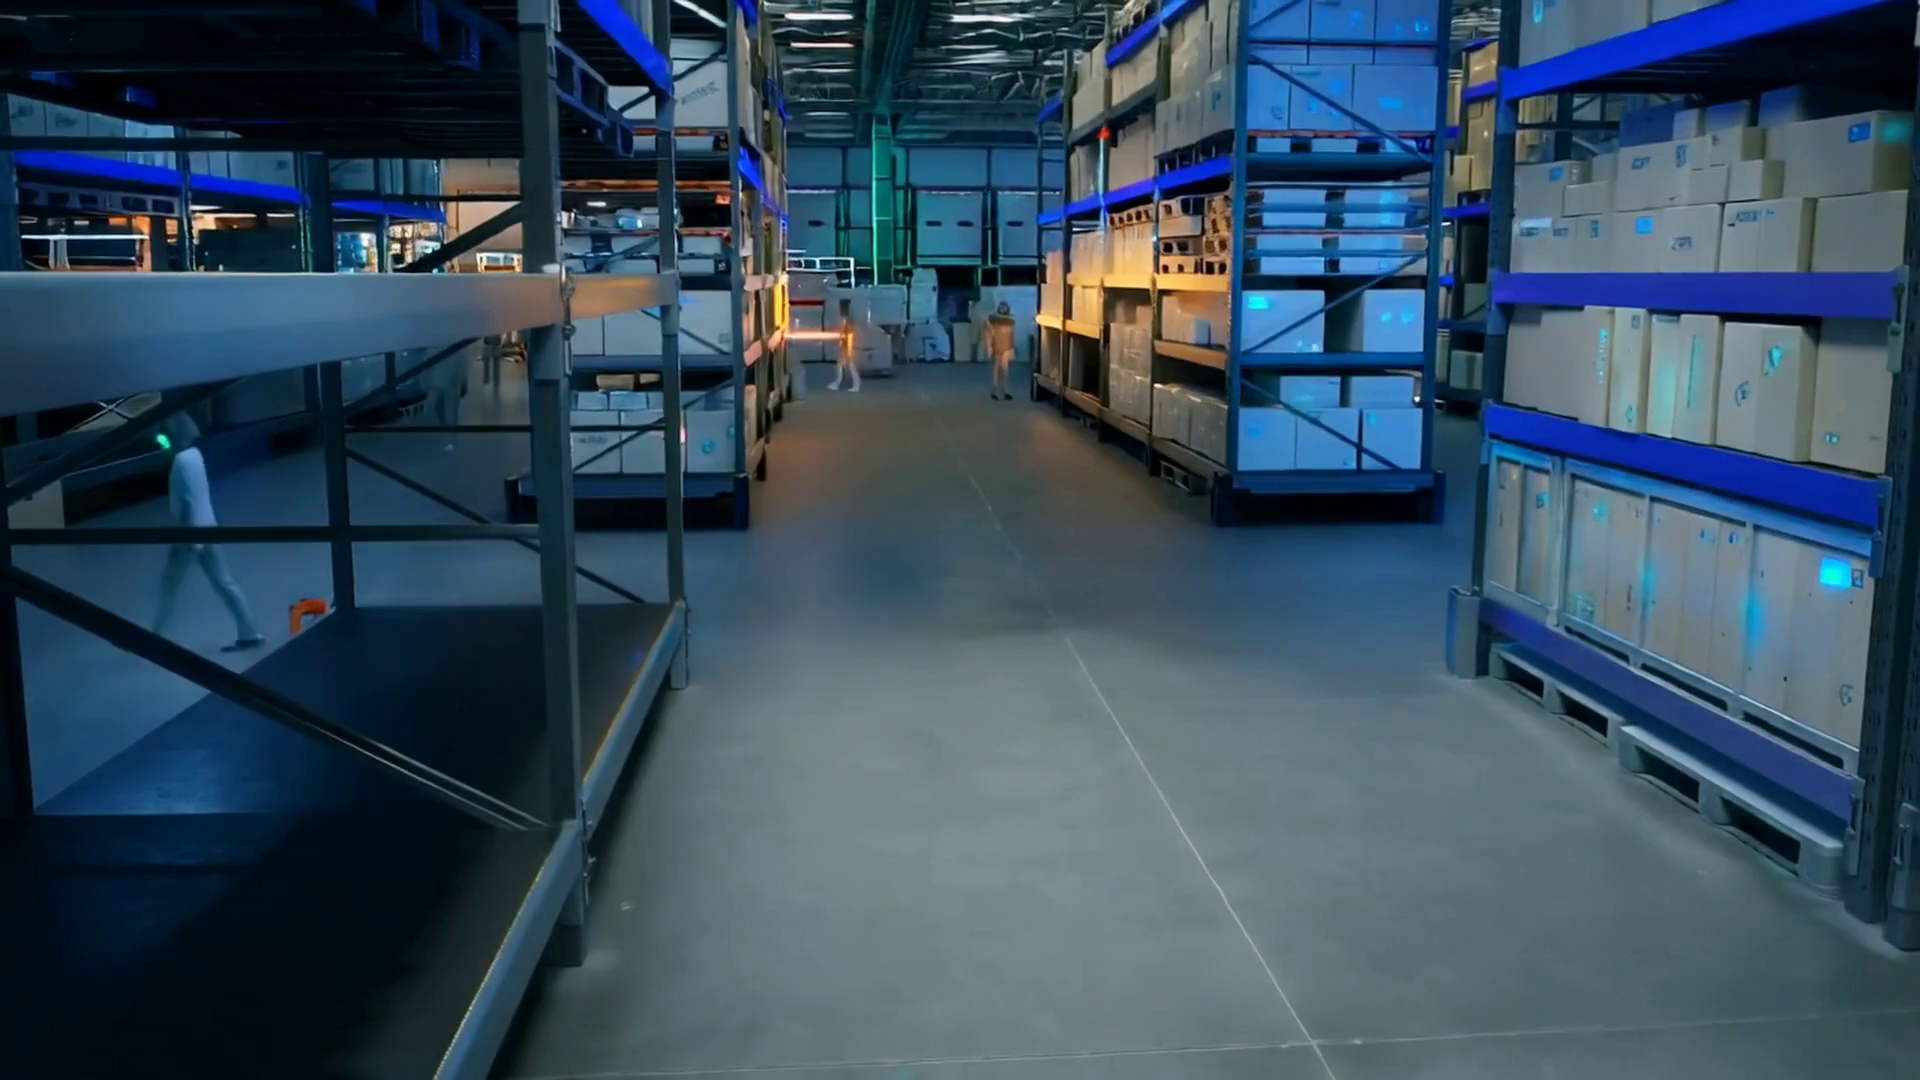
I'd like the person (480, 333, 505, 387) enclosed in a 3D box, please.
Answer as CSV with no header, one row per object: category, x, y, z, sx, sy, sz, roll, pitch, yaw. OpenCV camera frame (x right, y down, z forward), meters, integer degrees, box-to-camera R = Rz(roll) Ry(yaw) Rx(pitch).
person,-10.128,-4.261,35.941,0.583,1.899,0.806,-5,10,-29

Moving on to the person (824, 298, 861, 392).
person,-2.449,-4.005,34.243,0.878,1.931,0.612,-1,9,-4

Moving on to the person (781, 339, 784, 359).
person,-4.053,-4.182,36.243,0.889,1.653,0.545,1,9,7

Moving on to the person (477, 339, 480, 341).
person,-17.643,-8.168,60.559,0.350,1.879,0.578,-4,10,-25

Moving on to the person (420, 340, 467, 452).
person,-7.063,-2.160,22.815,0.642,1.889,0.619,0,9,0

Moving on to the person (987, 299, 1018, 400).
person,0.833,-3.674,32.156,0.630,1.938,0.372,-3,10,-21

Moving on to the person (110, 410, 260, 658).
person,-4.849,-0.031,10.370,0.878,1.578,0.558,-3,9,-16

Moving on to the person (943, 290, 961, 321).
person,-0.305,-7.722,57.787,1.036,1.879,0.656,-3,10,-20
